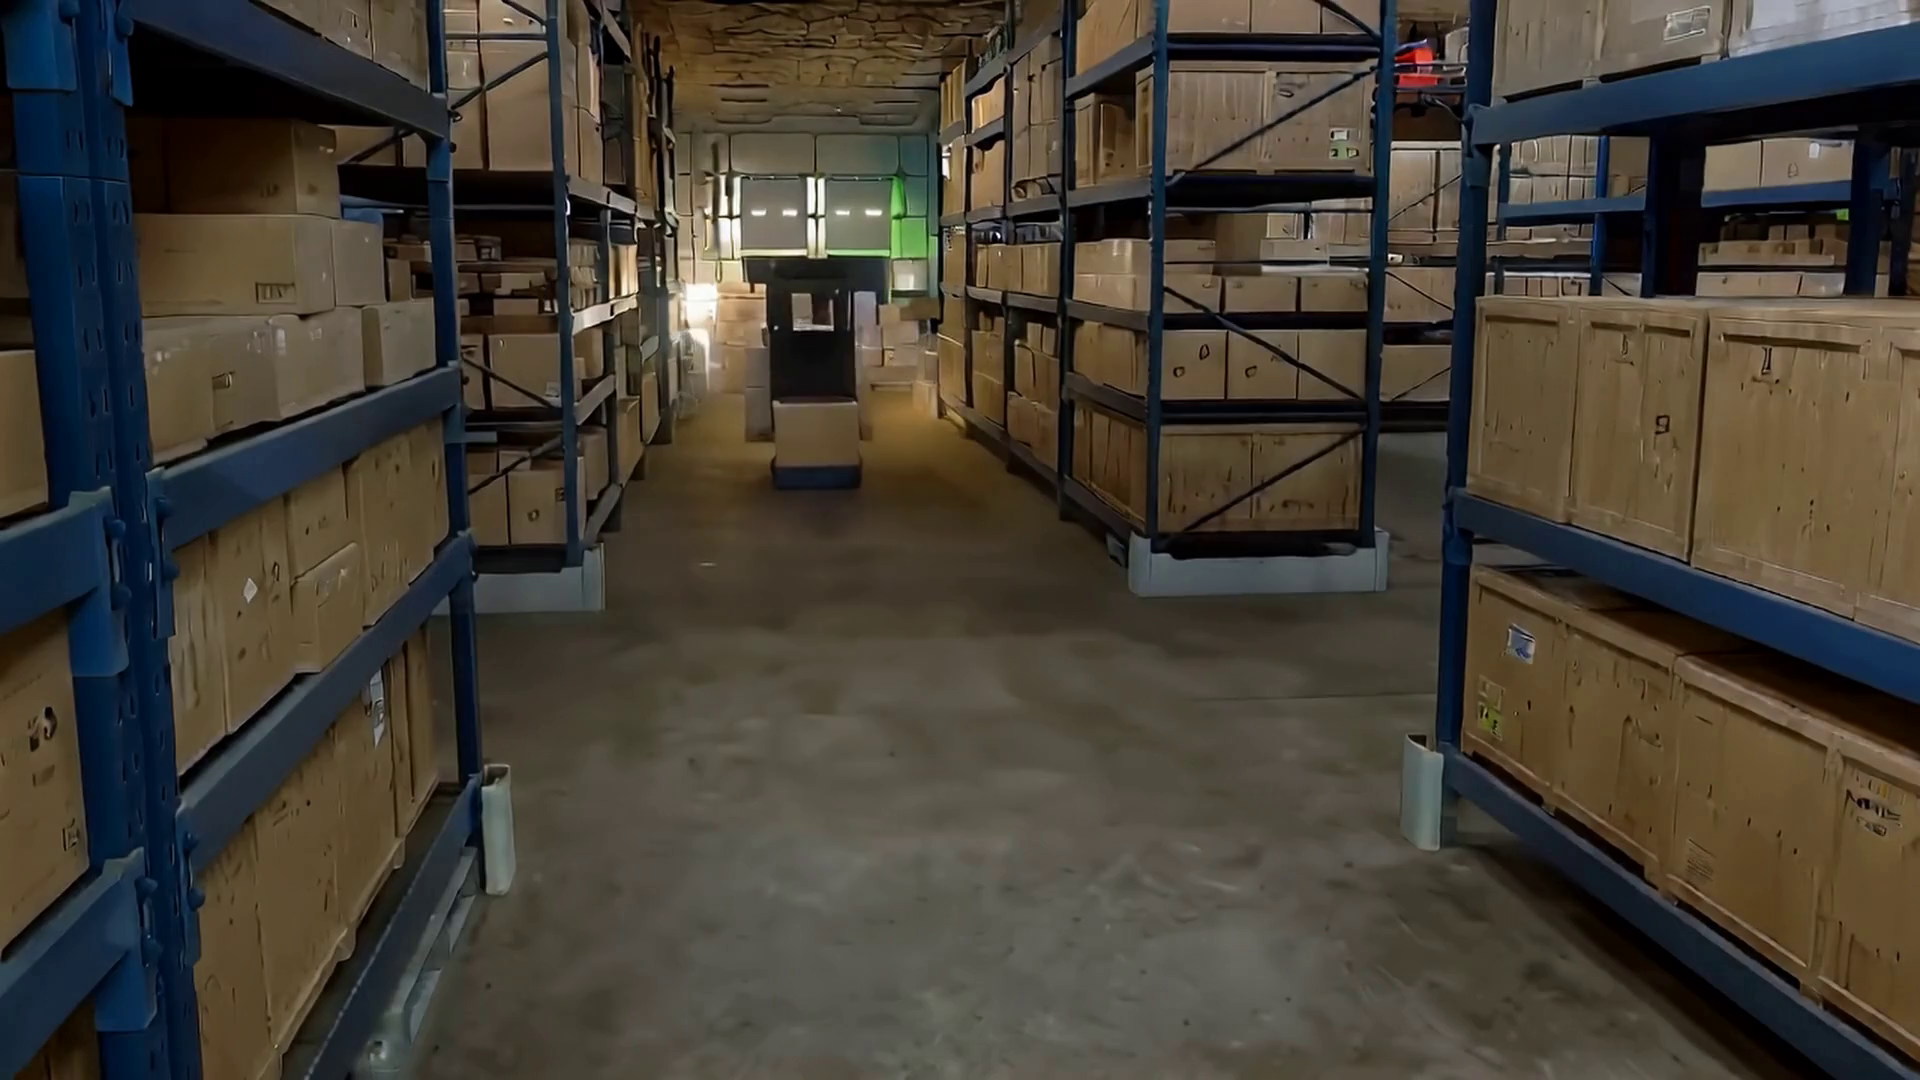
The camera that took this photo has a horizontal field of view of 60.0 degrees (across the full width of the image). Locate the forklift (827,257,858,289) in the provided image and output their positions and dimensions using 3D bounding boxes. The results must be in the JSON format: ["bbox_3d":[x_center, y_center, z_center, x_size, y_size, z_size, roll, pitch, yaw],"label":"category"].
[{"bbox_3d":[-3.358,-6.666,47.375,1.129,2.768,1.873,-1,10,-7],"label":"forklift"}]

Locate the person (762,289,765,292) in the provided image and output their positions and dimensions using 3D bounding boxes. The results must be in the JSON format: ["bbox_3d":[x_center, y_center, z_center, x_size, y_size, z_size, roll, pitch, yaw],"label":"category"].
[{"bbox_3d":[-5.368,-5.942,45.898,0.373,1.940,0.629,0,10,2],"label":"person"}]

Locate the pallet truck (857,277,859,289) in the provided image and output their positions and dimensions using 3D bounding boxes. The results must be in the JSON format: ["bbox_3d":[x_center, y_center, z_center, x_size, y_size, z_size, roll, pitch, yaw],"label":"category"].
[{"bbox_3d":[-3.782,-9.391,65.808,1.885,1.965,0.823,2,10,10],"label":"pallet truck"}]

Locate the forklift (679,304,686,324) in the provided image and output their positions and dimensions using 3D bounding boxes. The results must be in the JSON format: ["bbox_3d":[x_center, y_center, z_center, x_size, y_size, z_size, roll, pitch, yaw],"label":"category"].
[{"bbox_3d":[-10.933,-8.849,60.085,1.873,2.768,1.129,0,10,0],"label":"forklift"}]

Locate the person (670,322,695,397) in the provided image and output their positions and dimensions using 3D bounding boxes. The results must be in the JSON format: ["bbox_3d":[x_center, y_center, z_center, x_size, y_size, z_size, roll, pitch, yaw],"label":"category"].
[{"bbox_3d":[-5.432,-3.433,32.296,0.855,1.595,0.516,8,13,40],"label":"person"}]

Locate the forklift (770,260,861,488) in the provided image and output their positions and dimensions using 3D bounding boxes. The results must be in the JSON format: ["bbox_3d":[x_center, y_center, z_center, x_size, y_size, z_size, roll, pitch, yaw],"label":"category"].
[{"bbox_3d":[-1.854,-2.144,21.048,1.129,2.768,1.873,-1,10,-7],"label":"forklift"}]

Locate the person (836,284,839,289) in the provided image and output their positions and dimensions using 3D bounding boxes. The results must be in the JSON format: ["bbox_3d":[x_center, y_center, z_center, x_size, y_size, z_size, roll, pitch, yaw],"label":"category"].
[{"bbox_3d":[-4.081,-7.743,56.420,0.629,1.927,0.464,1,10,6],"label":"person"}]

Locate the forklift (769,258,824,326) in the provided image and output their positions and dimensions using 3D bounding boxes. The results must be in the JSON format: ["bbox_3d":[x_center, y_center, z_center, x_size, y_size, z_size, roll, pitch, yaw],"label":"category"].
[{"bbox_3d":[-2.789,-3.434,28.559,1.129,2.768,1.873,-1,10,-7],"label":"forklift"}]
